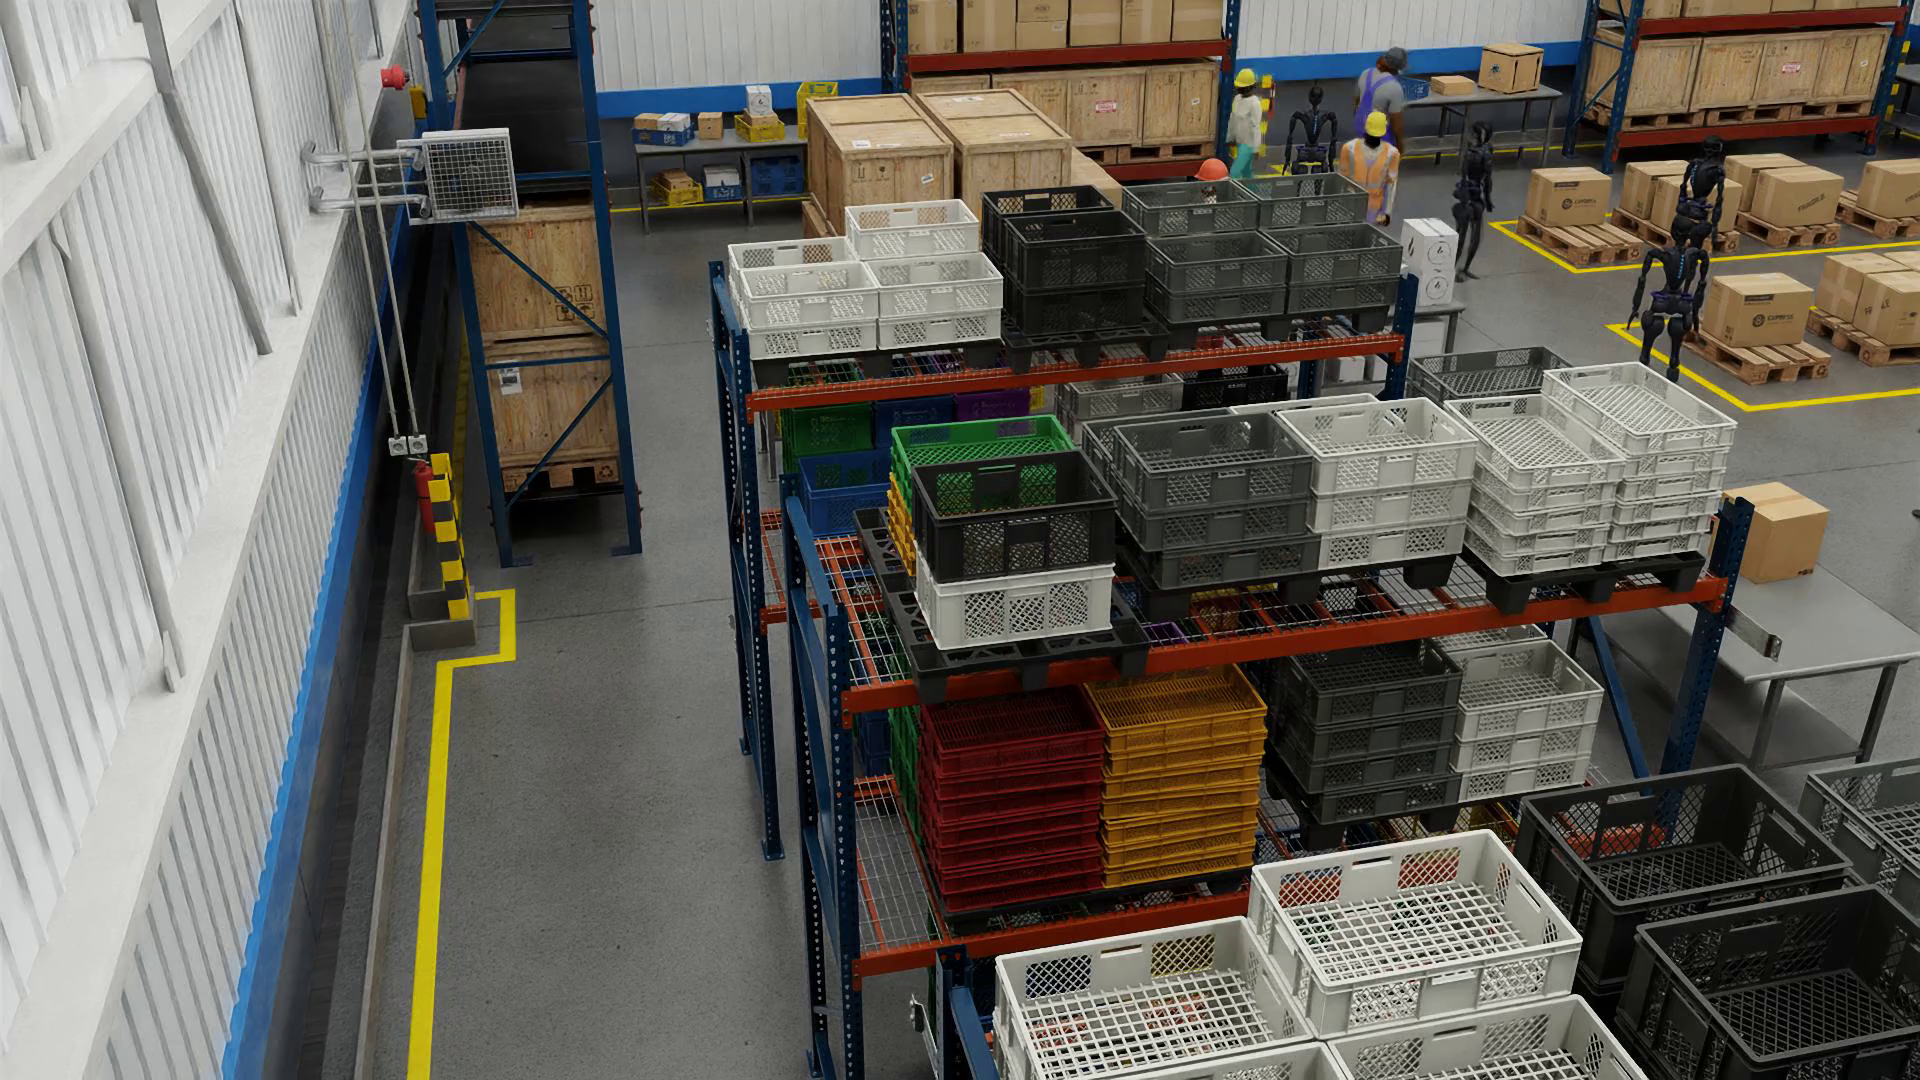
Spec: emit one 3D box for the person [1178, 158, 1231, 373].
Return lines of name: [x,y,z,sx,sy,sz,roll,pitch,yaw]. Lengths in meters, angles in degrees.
person: [2.191,-2.380,14.713,0.378,1.994,0.618,19,33,31]

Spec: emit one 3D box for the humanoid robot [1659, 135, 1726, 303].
humanoid robot: [7.360,-3.225,16.639,0.328,1.657,0.590,-9,29,-17]

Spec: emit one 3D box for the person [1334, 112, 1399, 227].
person: [4.053,-3.351,16.679,0.602,1.864,0.988,3,28,6]

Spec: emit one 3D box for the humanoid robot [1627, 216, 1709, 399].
humanoid robot: [6.059,-1.953,14.247,0.595,1.647,0.372,5,28,9]

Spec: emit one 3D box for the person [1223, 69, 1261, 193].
person: [3.226,-4.537,19.066,0.561,1.733,0.652,-8,29,-15]

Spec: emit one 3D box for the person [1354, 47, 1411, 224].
person: [4.807,-4.679,19.025,0.614,2.000,0.778,-15,31,-26]

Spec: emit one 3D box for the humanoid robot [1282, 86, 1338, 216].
humanoid robot: [3.897,-4.221,18.541,0.580,1.653,0.316,2,28,3]

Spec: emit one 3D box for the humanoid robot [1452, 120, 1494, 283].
humanoid robot: [5.286,-3.499,17.171,0.616,1.660,0.316,-24,36,-37]

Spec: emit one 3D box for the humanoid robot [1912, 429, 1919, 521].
humanoid robot: [7.414,-0.891,12.211,0.589,1.657,0.327,8,29,15]
